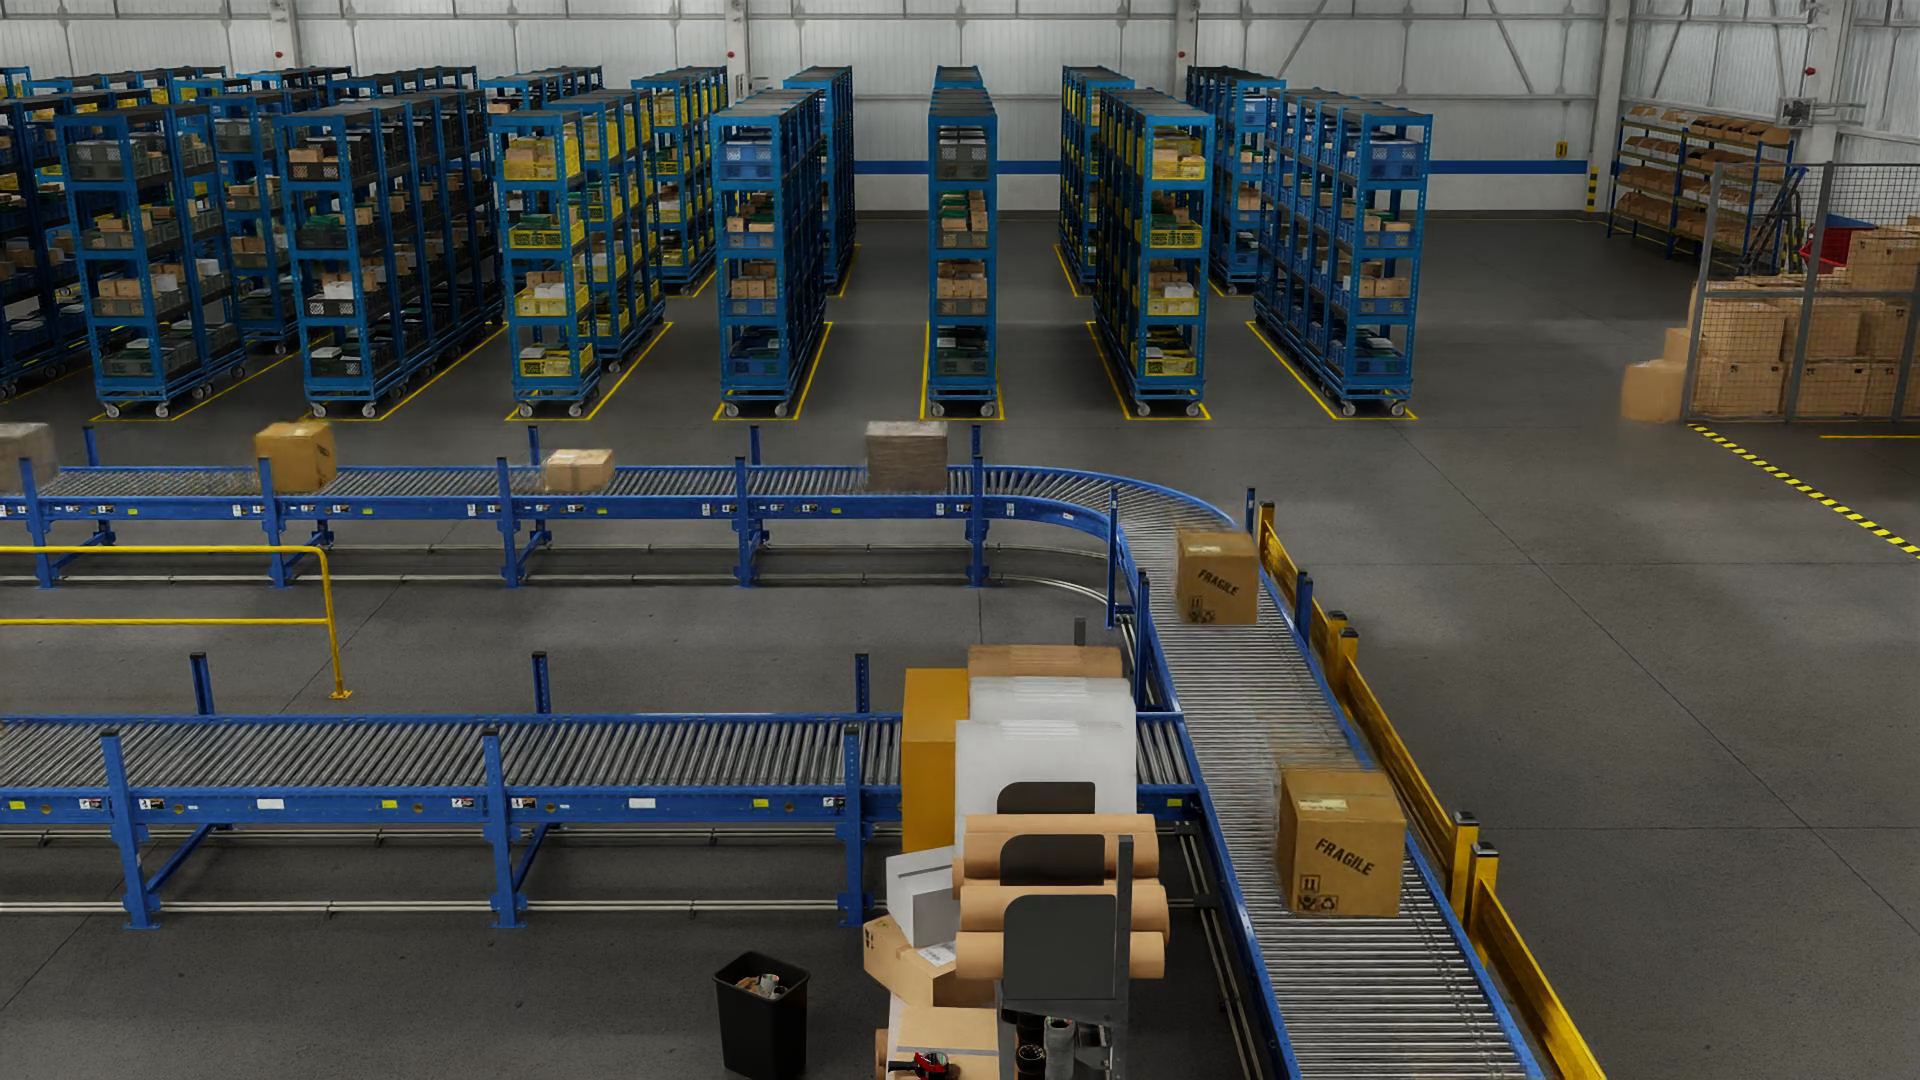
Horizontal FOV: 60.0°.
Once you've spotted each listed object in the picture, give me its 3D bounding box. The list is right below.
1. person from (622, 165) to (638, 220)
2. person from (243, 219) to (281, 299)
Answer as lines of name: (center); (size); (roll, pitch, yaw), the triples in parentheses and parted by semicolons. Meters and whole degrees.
person: (-6.383, -6.295, 32.067); (0.570, 1.830, 0.548); (-3, 18, -8)
person: (-11.737, -4.887, 27.748); (0.736, 1.810, 0.589); (0, 18, 1)
